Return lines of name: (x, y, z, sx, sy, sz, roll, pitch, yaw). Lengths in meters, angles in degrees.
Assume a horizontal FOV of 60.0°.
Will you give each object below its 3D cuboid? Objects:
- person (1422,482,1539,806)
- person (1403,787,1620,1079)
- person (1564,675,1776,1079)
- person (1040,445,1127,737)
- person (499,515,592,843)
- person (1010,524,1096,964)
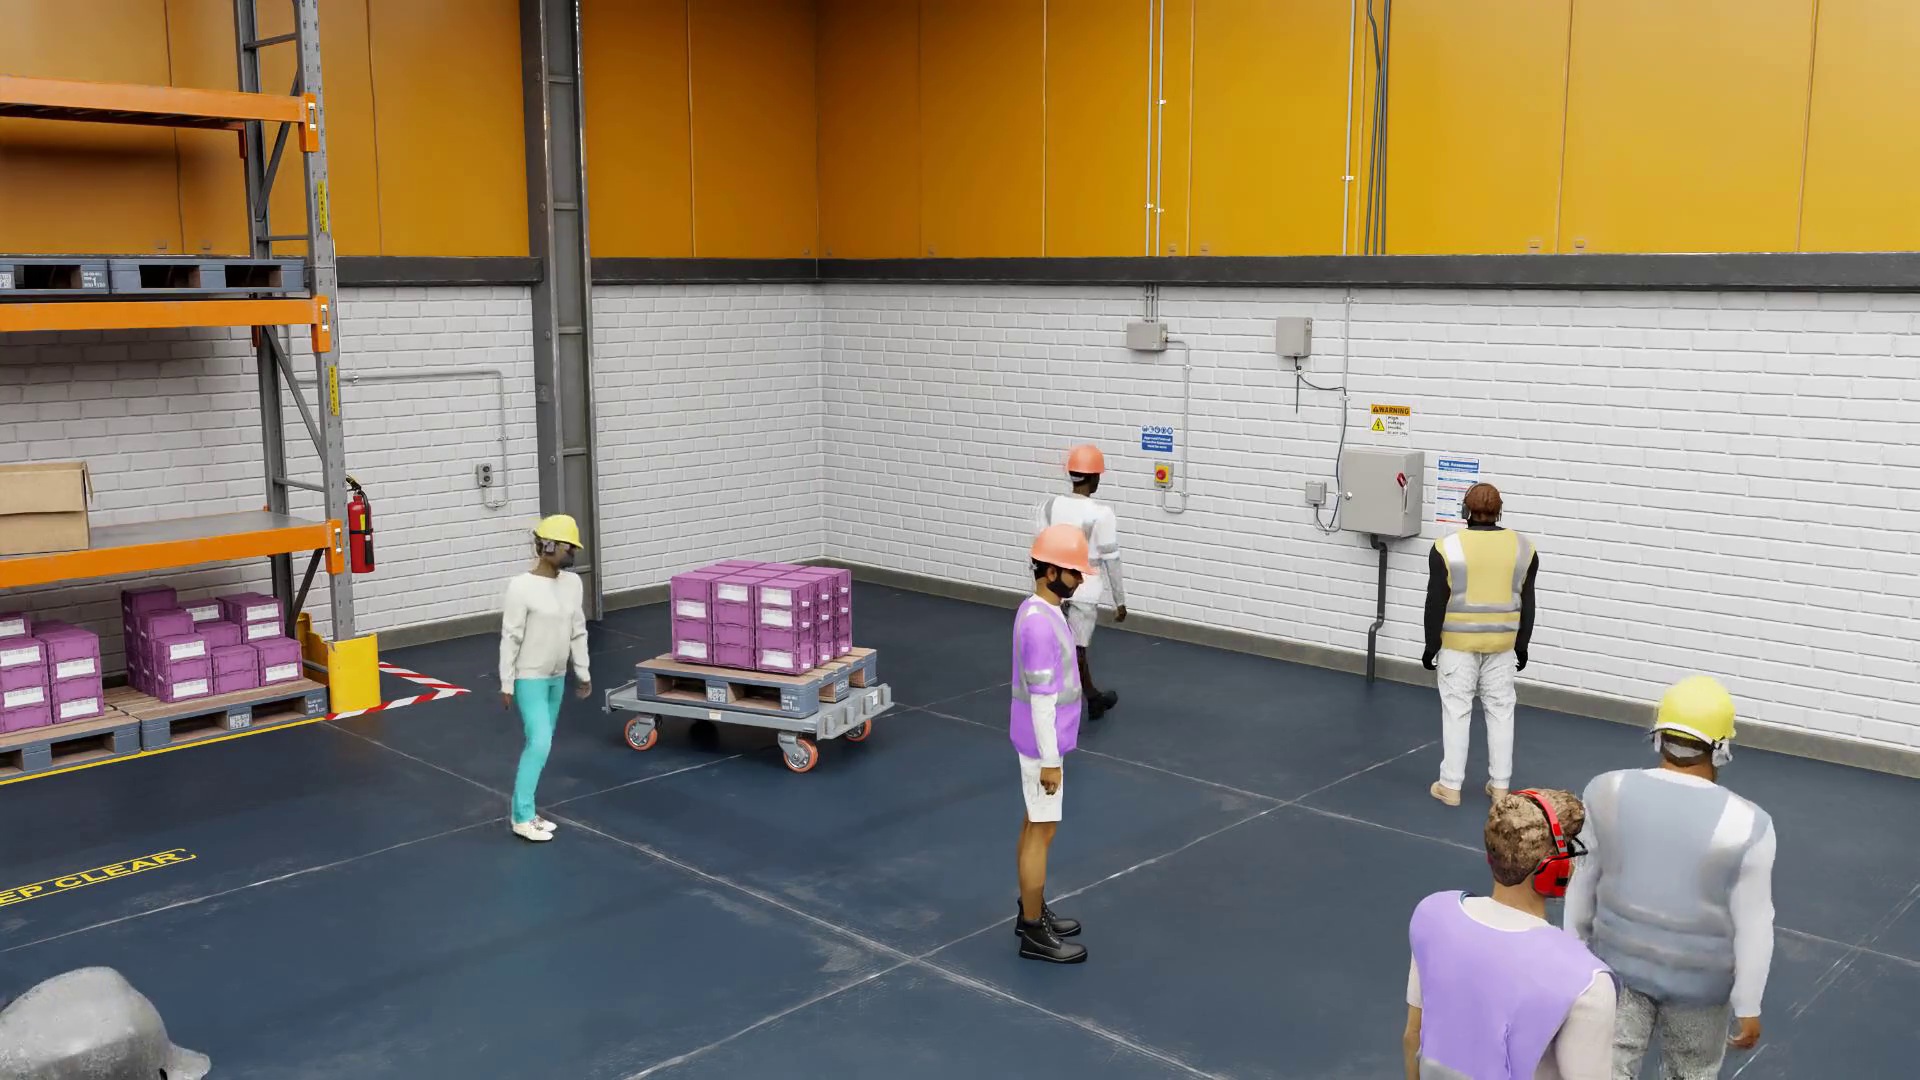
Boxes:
person: (2.924, 0.588, 9.429, 0.633, 1.842, 0.429, 0, 9, -2)
person: (1.281, 1.483, 3.925, 0.379, 1.844, 0.570, -6, 11, -31)
person: (2.152, 1.310, 5.119, 0.623, 1.808, 0.799, 8, 12, 42)
person: (0.842, 0.327, 10.866, 0.568, 1.890, 0.946, 8, 12, 42)
person: (-2.230, 0.730, 8.894, 0.470, 1.731, 0.559, 4, 10, 24)
person: (0.406, 0.885, 7.348, 0.372, 1.928, 0.543, 0, 9, 1)
